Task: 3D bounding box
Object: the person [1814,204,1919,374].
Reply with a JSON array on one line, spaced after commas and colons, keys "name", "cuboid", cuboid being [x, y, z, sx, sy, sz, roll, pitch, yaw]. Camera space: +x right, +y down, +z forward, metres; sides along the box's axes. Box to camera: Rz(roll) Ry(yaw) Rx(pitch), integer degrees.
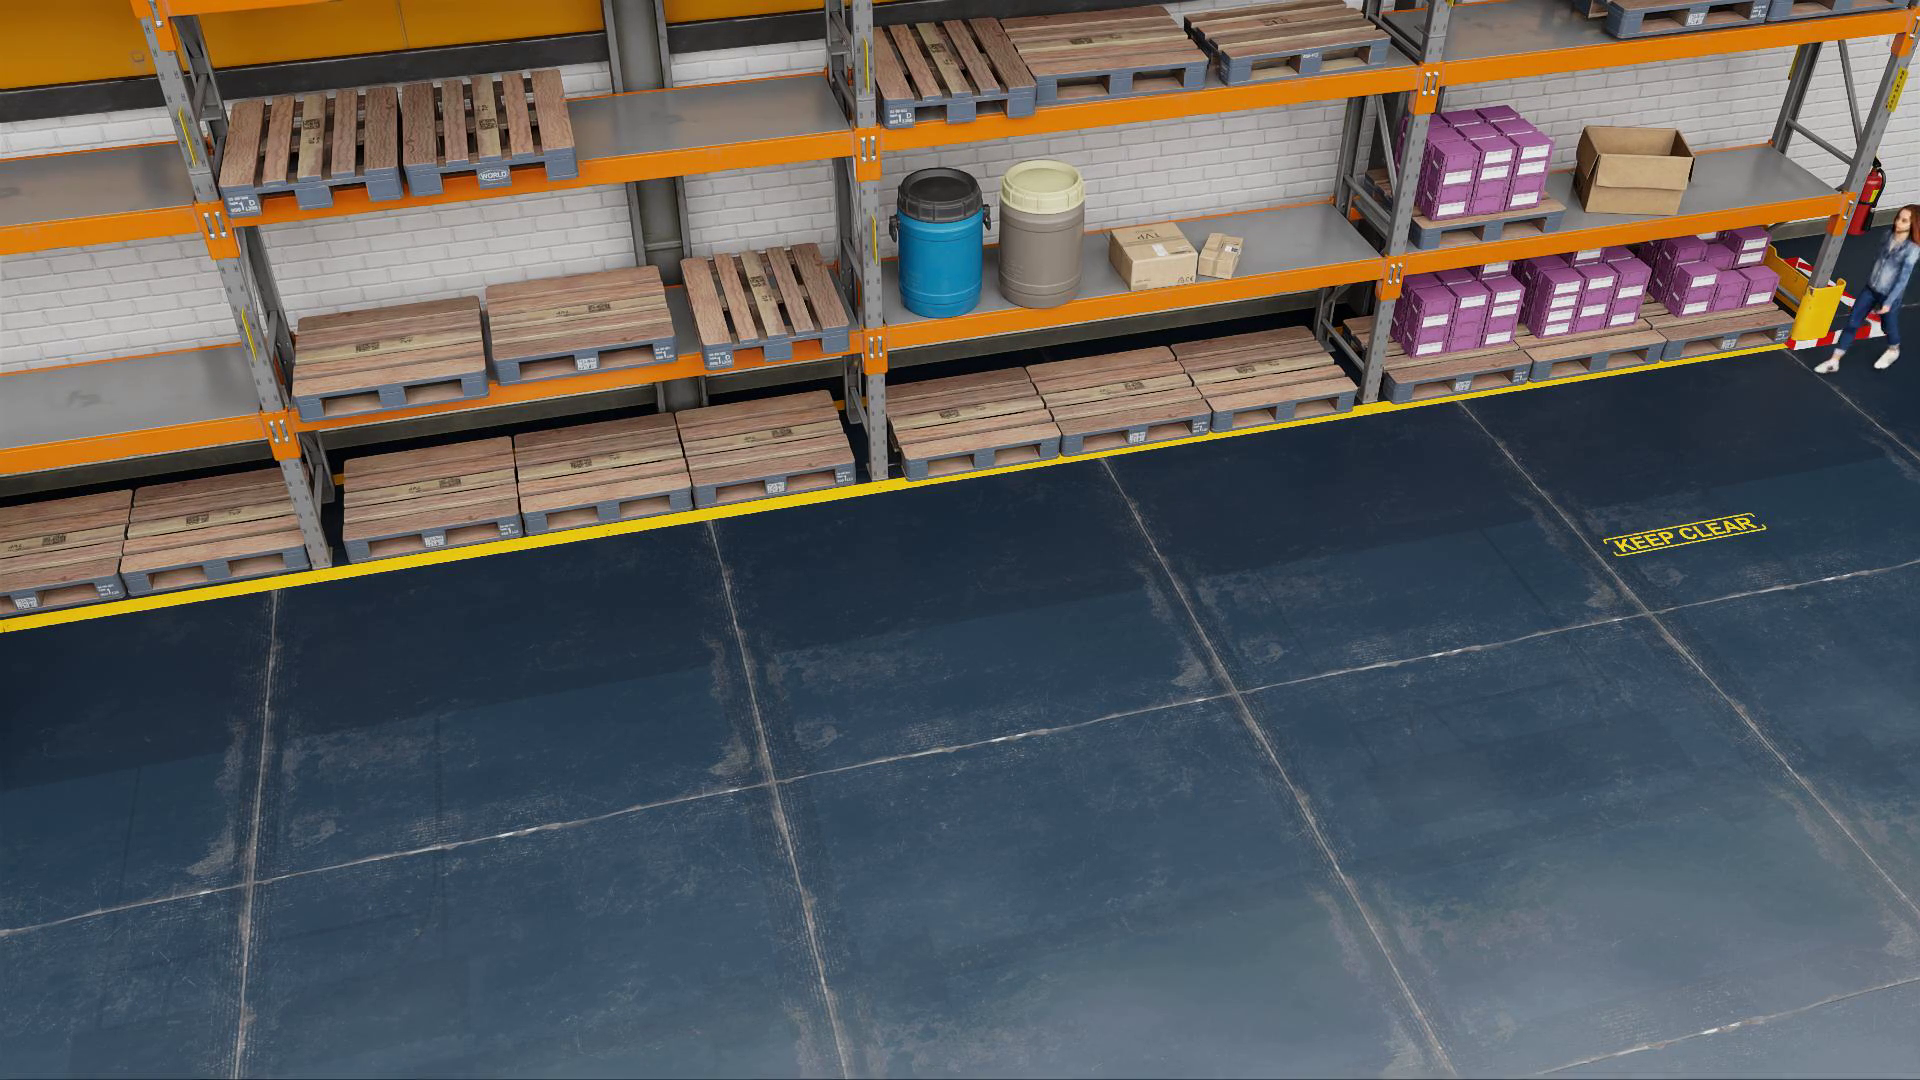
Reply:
[{"name": "person", "cuboid": [7.388, -1.965, 13.177, 1.012, 1.448, 0.633, -13, 40, -16]}]
